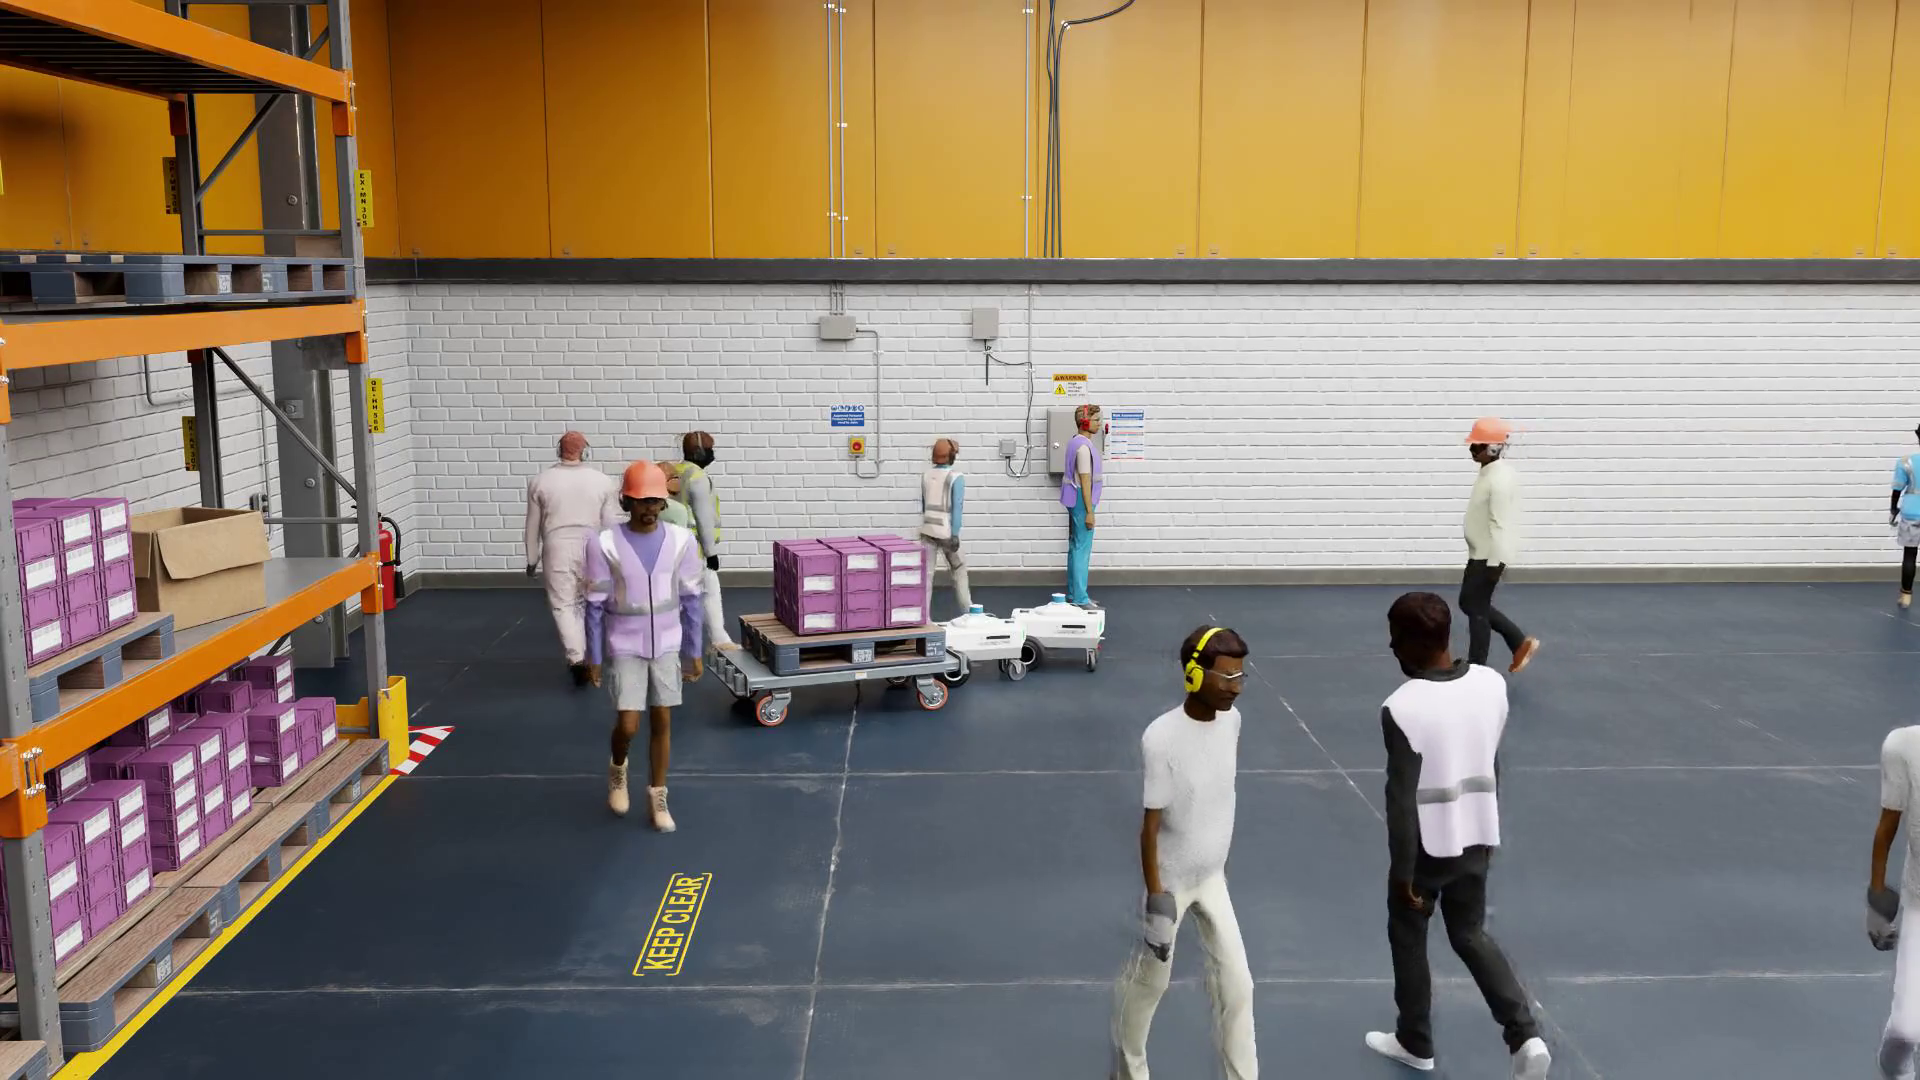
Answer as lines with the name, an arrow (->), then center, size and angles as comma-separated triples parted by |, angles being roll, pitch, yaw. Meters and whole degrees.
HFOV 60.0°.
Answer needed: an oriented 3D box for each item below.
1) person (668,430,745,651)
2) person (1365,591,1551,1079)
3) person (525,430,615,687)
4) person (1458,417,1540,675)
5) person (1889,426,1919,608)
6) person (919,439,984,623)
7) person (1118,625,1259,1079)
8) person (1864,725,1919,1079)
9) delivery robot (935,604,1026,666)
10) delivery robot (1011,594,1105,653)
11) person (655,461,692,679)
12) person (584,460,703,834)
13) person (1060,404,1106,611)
person -> -2.140, 0.054, 12.840 | 0.932, 1.806, 0.609 | -3, 10, -20
person -> 1.808, 1.118, 6.063 | 0.631, 1.881, 0.744 | -5, 10, -28
person -> -2.845, 0.135, 12.231 | 0.647, 1.871, 0.949 | -4, 10, -21
person -> 3.854, 0.099, 12.000 | 0.611, 1.979, 0.632 | 2, 9, 9
person -> 8.591, -0.216, 14.816 | 0.565, 1.689, 0.365 | 5, 10, 27
person -> -0.096, -0.051, 14.049 | 0.533, 1.598, 0.768 | 8, 12, 42
person -> 0.857, 1.207, 5.673 | 0.575, 1.822, 0.899 | -8, 12, -39
person -> 3.270, 1.238, 5.426 | 0.533, 1.856, 0.391 | 4, 10, 23
delivery robot -> 0.120, 0.719, 12.272 | 0.707, 0.478, 0.477 | -2, 9, -15
delivery robot -> 0.752, 0.652, 12.681 | 0.707, 0.478, 0.477 | 1, 9, 6
person -> -2.193, 0.230, 12.292 | 0.494, 1.624, 0.279 | 5, 11, 29
person -> -1.696, 0.572, 8.958 | 0.627, 2.027, 0.512 | -5, 10, -27
person -> 1.086, -0.286, 14.771 | 0.389, 1.846, 0.567 | -1, 9, -5
